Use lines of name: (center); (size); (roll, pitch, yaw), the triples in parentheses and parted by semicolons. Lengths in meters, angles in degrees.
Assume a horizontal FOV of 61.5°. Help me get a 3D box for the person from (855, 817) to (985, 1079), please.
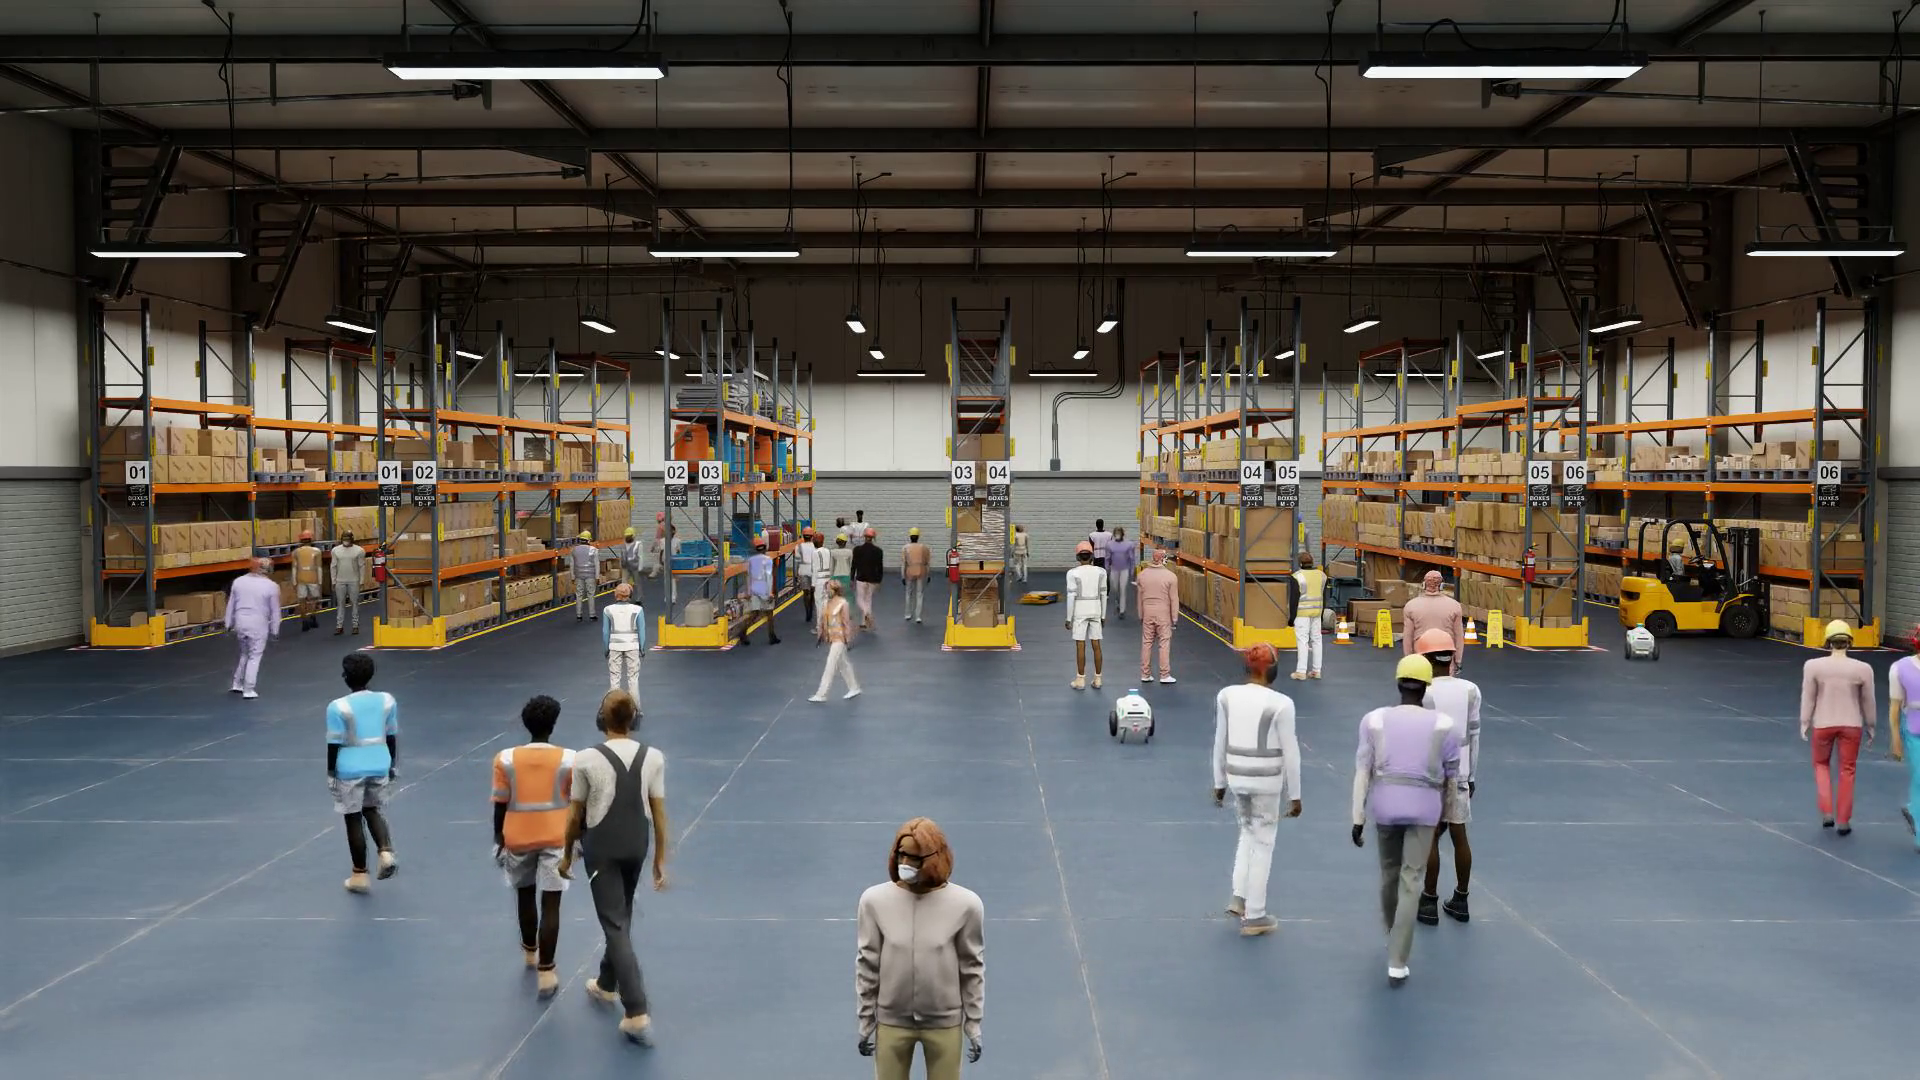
person: (-0.153, 1.876, 6.220); (0.501, 1.632, 0.286); (0, 2, 5)

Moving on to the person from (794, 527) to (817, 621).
person: (-3.104, 0.685, 32.895); (0.553, 1.887, 0.989); (0, 2, -10)

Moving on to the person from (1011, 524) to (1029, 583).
person: (1.625, 0.375, 44.172); (0.597, 1.612, 0.532); (-1, 2, -24)

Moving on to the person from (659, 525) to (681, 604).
person: (-6.694, 0.549, 37.268); (0.513, 1.829, 0.958); (0, 2, -12)

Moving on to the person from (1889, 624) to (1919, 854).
person: (7.496, 1.530, 12.555); (0.594, 1.820, 0.508); (0, 2, -4)

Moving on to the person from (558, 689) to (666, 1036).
person: (-1.838, 1.701, 8.684); (0.510, 1.802, 0.952); (-2, 3, -38)

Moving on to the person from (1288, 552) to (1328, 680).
person: (5.013, 1.094, 23.376); (0.619, 1.840, 0.430); (-1, 3, -25)

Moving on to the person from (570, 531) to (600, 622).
person: (-7.564, 0.729, 32.615); (0.600, 1.829, 0.404); (0, 2, 3)

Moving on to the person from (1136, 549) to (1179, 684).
person: (2.827, 1.083, 22.935); (0.644, 1.900, 0.403); (1, 3, 32)

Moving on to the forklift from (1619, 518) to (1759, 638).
forklift: (13.417, 0.684, 29.791); (2.313, 2.155, 1.214); (0, 2, 0)

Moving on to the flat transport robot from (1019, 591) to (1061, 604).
flat transport robot: (1.865, 1.326, 37.496); (0.652, 0.197, 1.431); (1, 2, 16)

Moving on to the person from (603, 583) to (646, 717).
person: (-4.072, 1.341, 19.596); (0.520, 1.640, 0.307); (0, 2, -2)

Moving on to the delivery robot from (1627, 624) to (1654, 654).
delivery robot: (10.985, 1.593, 26.067); (0.477, 0.478, 0.707); (1, 2, 16)

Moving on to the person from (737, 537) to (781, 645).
person: (-3.501, 0.889, 28.031); (0.574, 1.894, 0.881); (2, 3, 35)

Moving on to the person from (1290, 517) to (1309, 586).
person: (8.941, 0.293, 42.778); (0.628, 1.905, 0.989); (0, 2, 6)

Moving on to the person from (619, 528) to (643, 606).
person: (-7.367, 0.617, 36.068); (0.612, 1.783, 0.919); (1, 2, 14)

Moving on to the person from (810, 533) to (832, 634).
person: (-2.600, 0.805, 30.104); (0.337, 1.879, 0.584); (1, 3, 27)

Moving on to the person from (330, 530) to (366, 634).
person: (-11.375, 0.783, 30.003); (0.628, 1.935, 0.373); (0, 2, -9)

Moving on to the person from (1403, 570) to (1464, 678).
person: (5.161, 1.288, 17.615); (0.639, 1.910, 0.406); (1, 2, 16)

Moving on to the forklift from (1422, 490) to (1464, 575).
forklift: (13.926, -0.371, 47.846); (1.873, 2.768, 1.129); (0, 2, 0)

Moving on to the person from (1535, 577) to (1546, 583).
person: (11.493, 0.722, 32.629); (0.562, 1.841, 0.796); (0, 2, 0)

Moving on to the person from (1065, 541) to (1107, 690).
person: (1.736, 1.038, 22.332); (0.605, 2.035, 0.392); (-1, 2, -19)

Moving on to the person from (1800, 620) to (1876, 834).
person: (7.253, 1.532, 13.341); (0.559, 1.750, 0.421); (1, 3, 25)

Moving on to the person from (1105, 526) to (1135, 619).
person: (3.320, 0.657, 33.456); (0.643, 1.921, 0.513); (1, 2, 14)

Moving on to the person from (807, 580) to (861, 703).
person: (-1.630, 1.308, 21.054); (0.881, 1.590, 0.532); (-2, 3, -37)

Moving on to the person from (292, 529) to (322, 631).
person: (-12.402, 0.761, 30.693); (0.558, 1.916, 0.511); (0, 2, -10)

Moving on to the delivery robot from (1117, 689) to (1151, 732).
delivery robot: (1.937, 1.912, 18.035); (0.477, 0.478, 0.707); (0, 2, 2)

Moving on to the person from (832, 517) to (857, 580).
person: (-3.252, 0.266, 44.671); (0.943, 1.805, 0.619); (0, 2, 2)

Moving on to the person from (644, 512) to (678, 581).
person: (-8.321, 0.177, 45.119); (1.018, 1.952, 0.606); (0, 2, 5)

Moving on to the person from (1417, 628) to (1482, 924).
person: (3.173, 1.552, 10.713); (0.542, 1.929, 0.368); (-1, 2, -16)

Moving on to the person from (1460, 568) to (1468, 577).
person: (11.420, 0.582, 36.483); (0.629, 1.823, 0.750); (0, 2, -1)

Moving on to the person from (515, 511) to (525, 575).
person: (-11.839, 0.204, 43.644); (0.606, 2.014, 0.978); (0, 2, -3)

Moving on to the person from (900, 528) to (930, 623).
person: (-0.903, 0.706, 32.572); (0.613, 1.886, 0.930); (0, 2, -5)

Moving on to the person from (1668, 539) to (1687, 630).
person: (13.717, 0.843, 30.900); (0.303, 1.740, 0.485); (0, 2, 1)

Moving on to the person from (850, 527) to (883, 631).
person: (-1.743, 0.747, 30.509); (0.638, 1.967, 0.653); (-1, 2, -22)

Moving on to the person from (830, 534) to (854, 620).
person: (-2.408, 0.752, 32.926); (0.523, 1.763, 0.329); (0, 2, -1)

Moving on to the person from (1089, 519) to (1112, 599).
person: (3.363, 0.452, 38.592); (0.587, 1.913, 0.391); (0, 2, -12)

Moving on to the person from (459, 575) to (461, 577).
person: (-10.961, 0.649, 34.605); (0.591, 1.834, 0.404); (1, 2, 15)

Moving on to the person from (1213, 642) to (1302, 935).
person: (1.947, 1.592, 10.463); (0.486, 1.866, 0.598); (-2, 3, -44)

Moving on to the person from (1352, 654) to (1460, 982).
person: (2.689, 1.621, 9.677); (0.586, 1.862, 1.026); (1, 3, 25)

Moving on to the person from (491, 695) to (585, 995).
person: (-2.420, 1.734, 9.408); (0.551, 1.663, 0.787); (0, 2, -3)

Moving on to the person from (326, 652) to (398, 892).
person: (-4.258, 1.638, 11.457); (0.356, 1.687, 0.544); (2, 3, 39)

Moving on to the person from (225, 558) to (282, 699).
person: (-9.345, 1.166, 21.390); (0.741, 1.863, 0.500); (0, 2, 10)

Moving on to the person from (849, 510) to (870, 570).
person: (-2.929, 0.097, 47.048); (0.603, 1.939, 0.795); (0, 2, -3)
